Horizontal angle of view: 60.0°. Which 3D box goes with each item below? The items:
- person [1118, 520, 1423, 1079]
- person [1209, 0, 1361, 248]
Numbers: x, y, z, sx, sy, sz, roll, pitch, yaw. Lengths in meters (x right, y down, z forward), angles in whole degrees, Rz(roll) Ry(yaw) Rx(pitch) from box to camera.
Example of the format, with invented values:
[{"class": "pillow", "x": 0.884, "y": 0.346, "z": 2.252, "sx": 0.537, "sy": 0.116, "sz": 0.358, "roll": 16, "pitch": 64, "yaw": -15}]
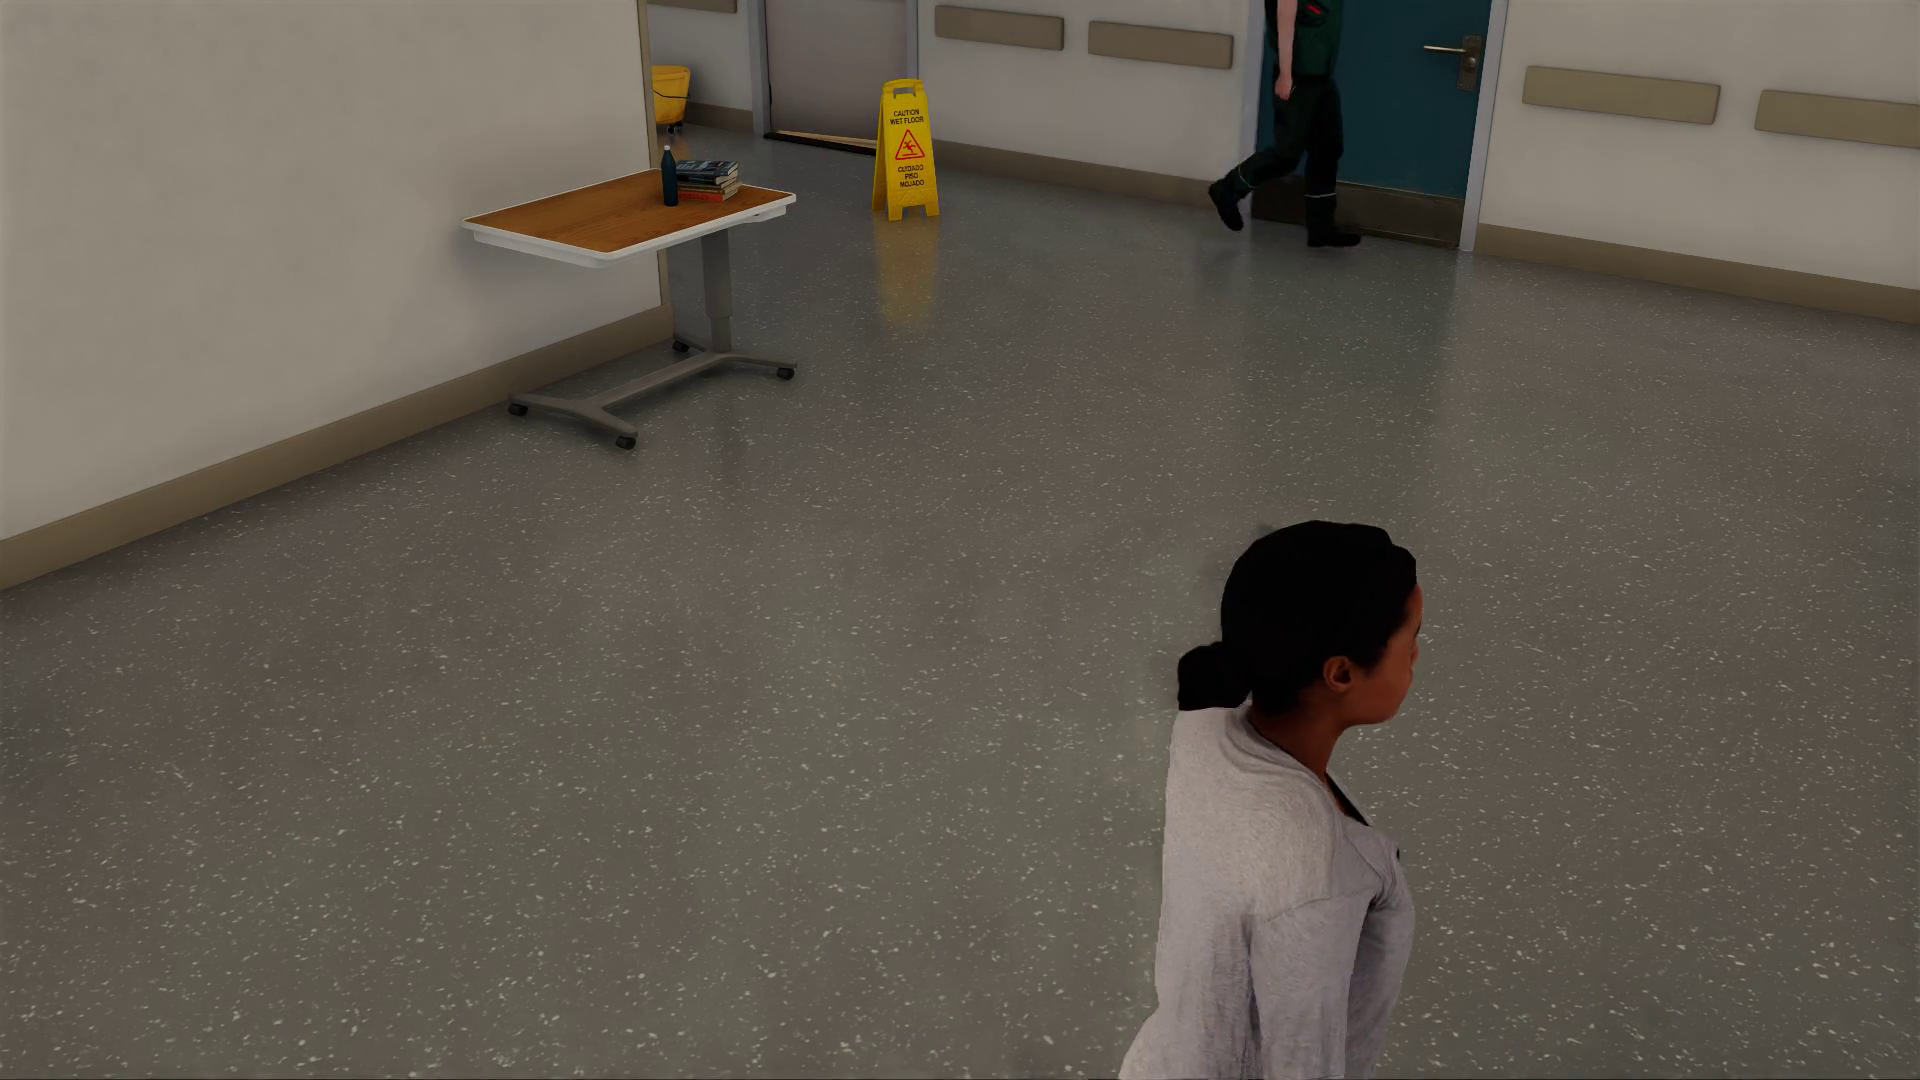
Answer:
[{"class": "person", "x": 0.275, "y": 0.781, "z": 2.129, "sx": 1.083, "sy": 1.713, "sz": 1.000, "roll": -3, "pitch": 26, "yaw": -6}, {"class": "person", "x": 1.722, "y": -2.429, "z": 8.664, "sx": 1.072, "sy": 1.816, "sz": 0.648, "roll": 16, "pitch": 30, "yaw": 30}]
